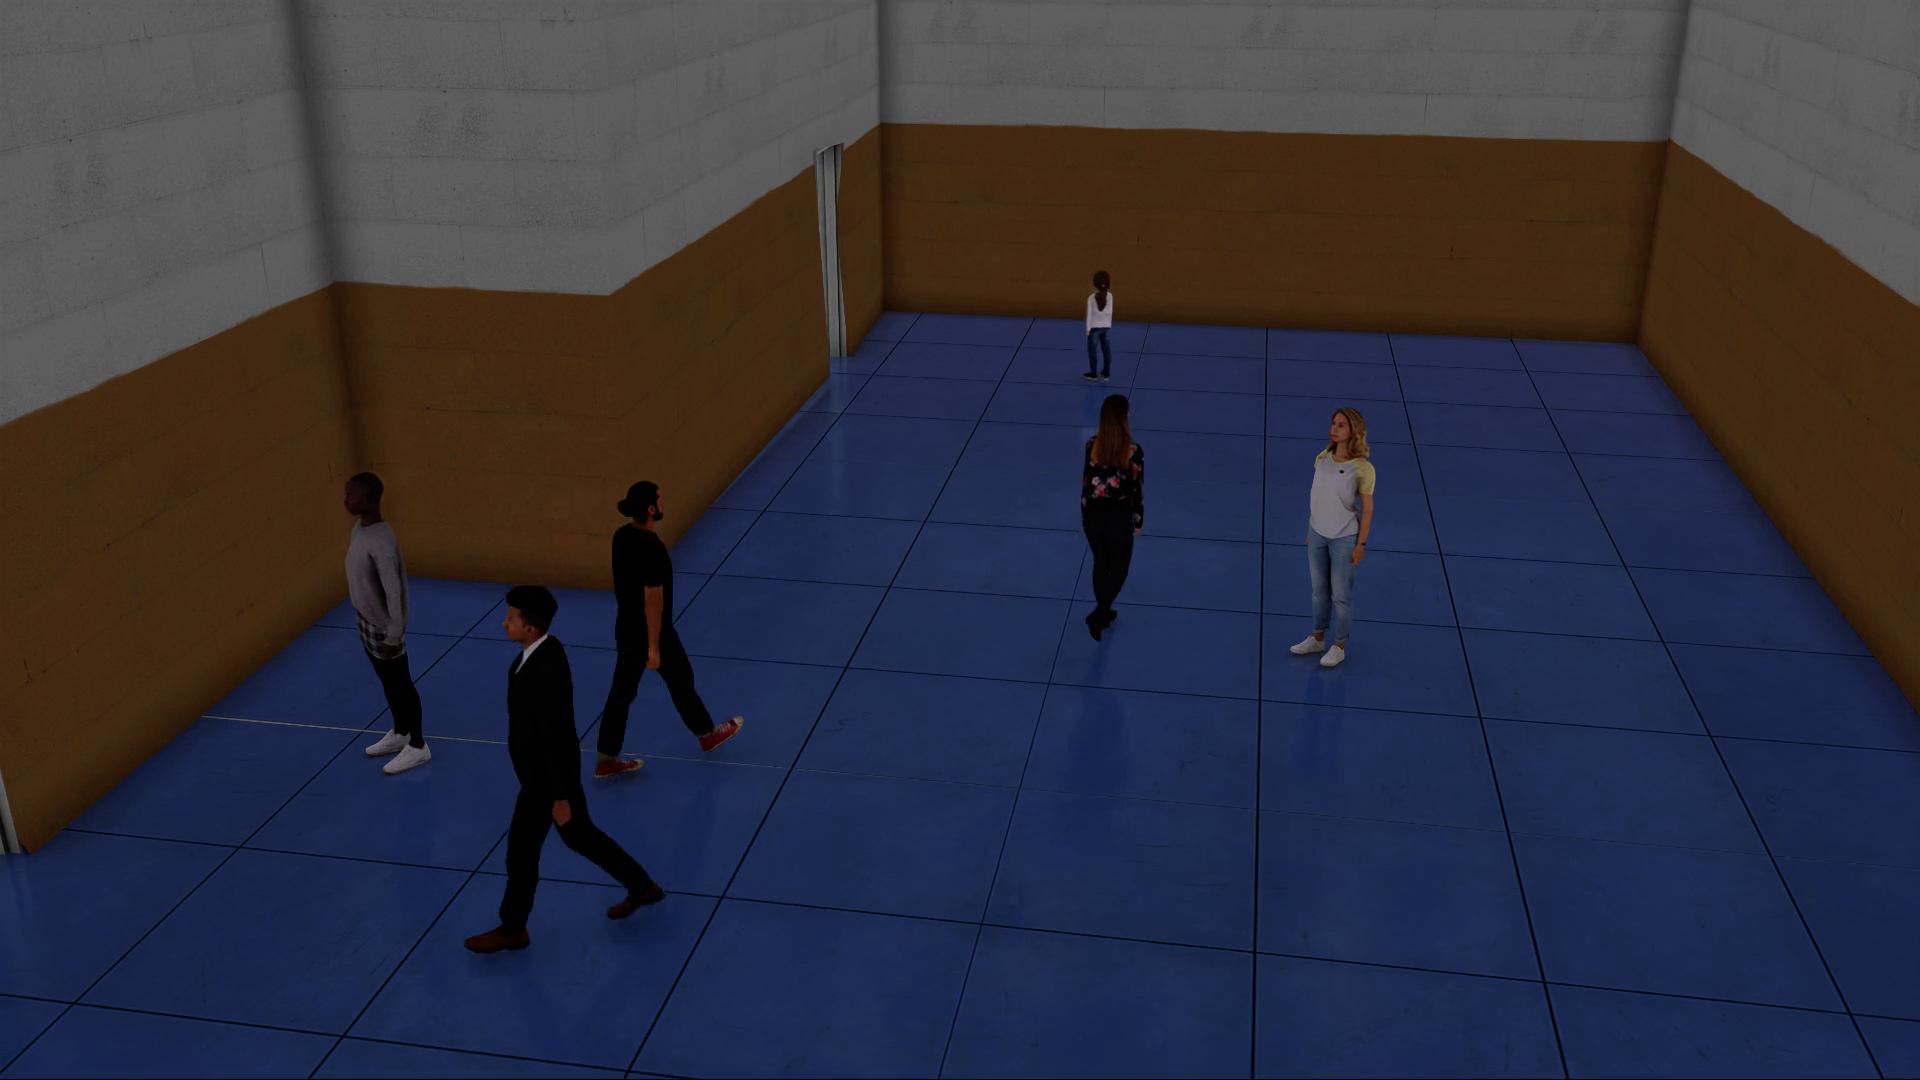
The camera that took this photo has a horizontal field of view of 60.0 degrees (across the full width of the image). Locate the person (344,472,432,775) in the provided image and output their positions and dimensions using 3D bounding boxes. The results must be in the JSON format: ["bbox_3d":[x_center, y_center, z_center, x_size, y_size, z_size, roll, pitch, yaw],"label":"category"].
[{"bbox_3d":[-3.246,0.456,9.394,0.746,1.771,0.674,-16,27,-35],"label":"person"}]

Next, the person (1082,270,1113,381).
[{"bbox_3d":[1.420,-2.177,16.839,0.513,1.107,0.586,-9,23,-20],"label":"person"}]

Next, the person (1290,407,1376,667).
[{"bbox_3d":[2.409,-0.027,10.639,0.768,1.723,0.694,-17,27,-35],"label":"person"}]

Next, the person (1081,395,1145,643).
[{"bbox_3d":[0.953,-0.113,10.954,0.937,1.664,0.814,11,24,24],"label":"person"}]

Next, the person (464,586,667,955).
[{"bbox_3d":[-1.822,1.071,7.767,1.295,1.843,1.009,-3,22,-8],"label":"person"}]

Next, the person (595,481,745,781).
[{"bbox_3d":[-1.821,0.556,9.229,1.150,1.710,1.150,-18,28,-37],"label":"person"}]
